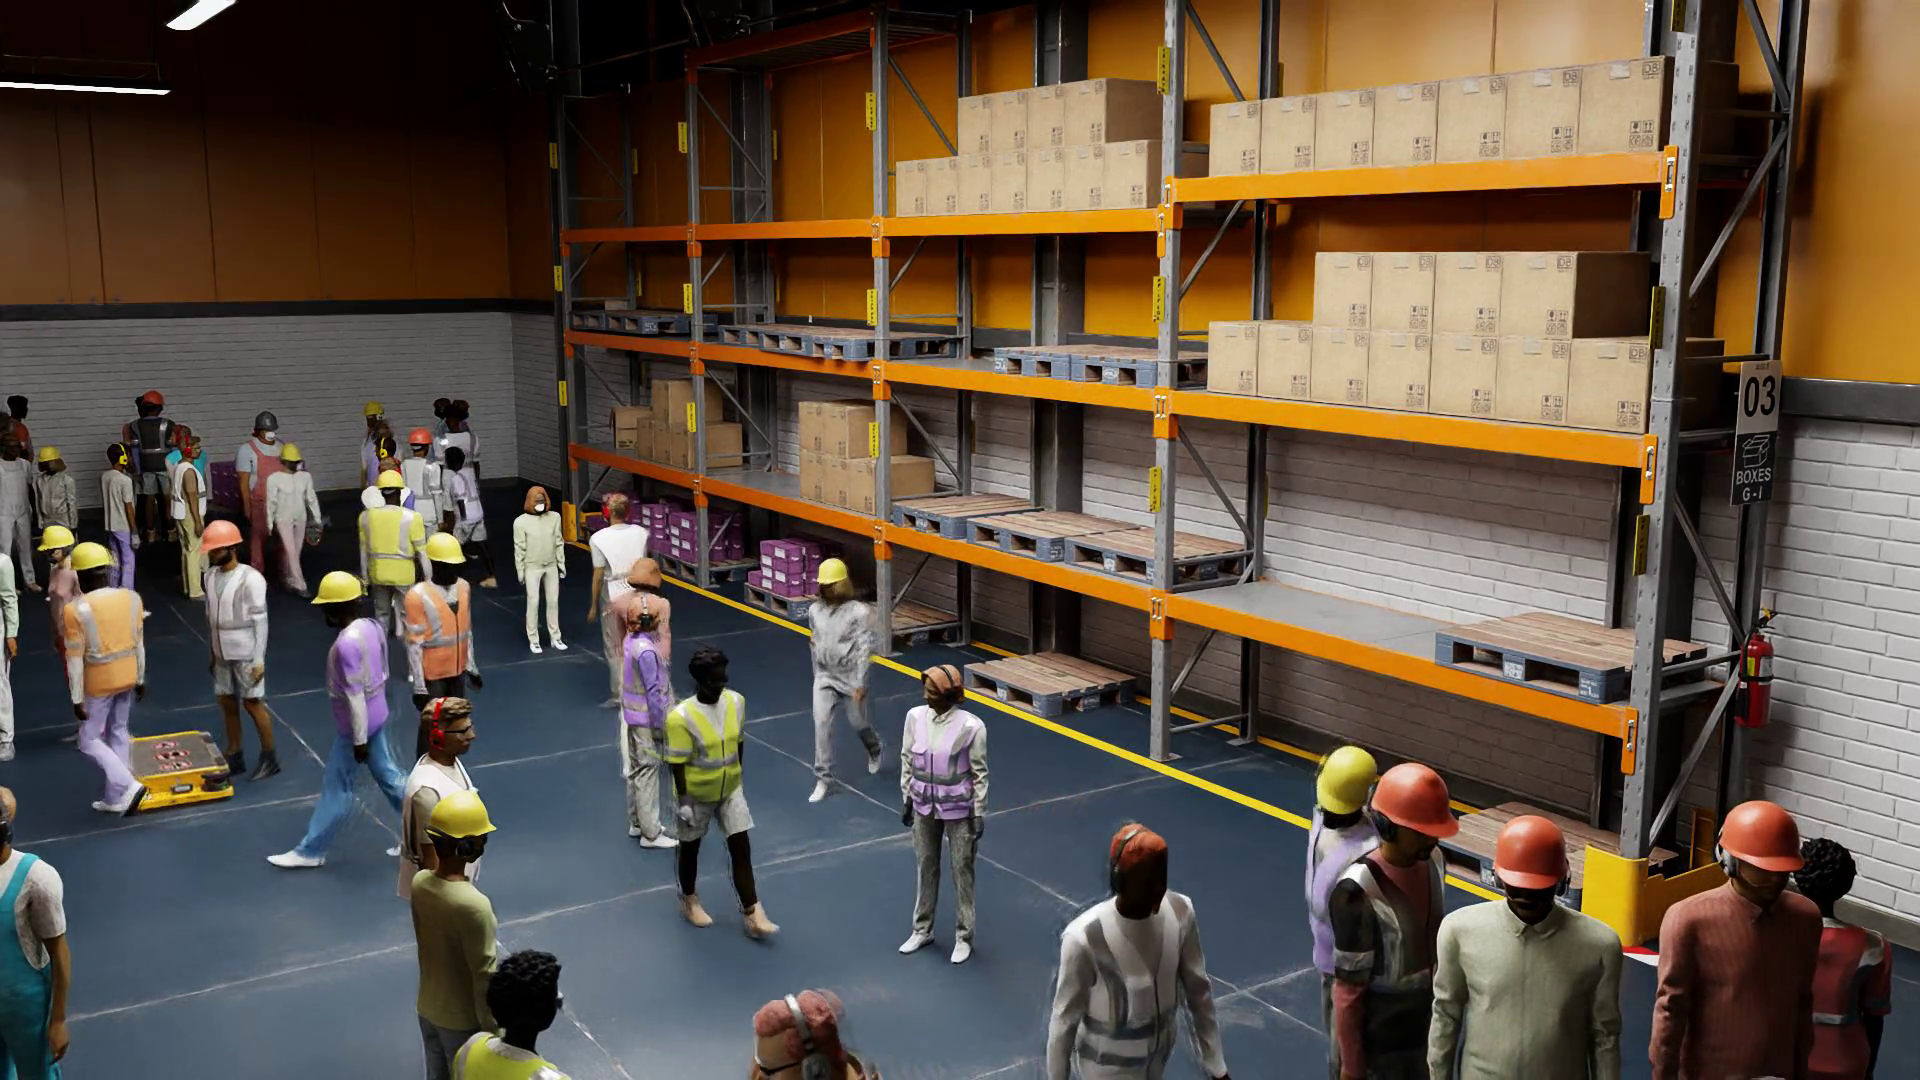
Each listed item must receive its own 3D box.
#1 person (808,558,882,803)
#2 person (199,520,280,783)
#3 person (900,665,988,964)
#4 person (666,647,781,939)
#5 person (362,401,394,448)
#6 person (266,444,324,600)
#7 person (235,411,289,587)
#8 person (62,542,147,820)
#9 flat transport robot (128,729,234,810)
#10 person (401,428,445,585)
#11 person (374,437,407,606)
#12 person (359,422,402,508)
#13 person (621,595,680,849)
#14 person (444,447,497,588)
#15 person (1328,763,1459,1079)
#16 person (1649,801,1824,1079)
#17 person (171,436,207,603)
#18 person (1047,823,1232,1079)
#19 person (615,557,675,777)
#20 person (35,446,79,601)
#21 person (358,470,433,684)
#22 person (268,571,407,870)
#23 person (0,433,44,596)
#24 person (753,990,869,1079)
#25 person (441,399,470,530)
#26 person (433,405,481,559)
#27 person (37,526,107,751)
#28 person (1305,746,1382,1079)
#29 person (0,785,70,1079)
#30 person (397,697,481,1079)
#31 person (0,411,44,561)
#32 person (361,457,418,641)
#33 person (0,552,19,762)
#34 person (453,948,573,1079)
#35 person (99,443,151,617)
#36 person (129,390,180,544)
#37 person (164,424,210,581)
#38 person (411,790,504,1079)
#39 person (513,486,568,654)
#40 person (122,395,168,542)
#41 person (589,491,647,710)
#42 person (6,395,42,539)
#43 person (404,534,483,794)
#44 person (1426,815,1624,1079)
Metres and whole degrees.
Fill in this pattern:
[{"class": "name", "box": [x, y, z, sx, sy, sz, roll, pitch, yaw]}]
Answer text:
[{"class": "person", "box": [-0.816, 0.952, 11.806, 0.491, 1.723, 0.728, 4, 10, 21]}, {"class": "person", "box": [-5.238, 0.808, 12.022, 0.550, 1.943, 0.412, 4, 11, 25]}, {"class": "person", "box": [-0.087, 1.466, 8.996, 0.514, 1.637, 0.314, 5, 11, 28]}, {"class": "person", "box": [-1.333, 1.417, 9.202, 0.547, 1.653, 0.846, -8, 13, -41]}, {"class": "person", "box": [-8.039, -1.011, 22.998, 0.403, 1.824, 0.591, -9, 13, -42]}, {"class": "person", "box": [-7.340, -0.190, 18.432, 0.820, 1.733, 0.540, 7, 12, 37]}, {"class": "person", "box": [-7.952, -0.480, 19.234, 0.536, 2.000, 0.688, 7, 12, 35]}, {"class": "person", "box": [-5.717, 0.955, 11.194, 0.607, 1.908, 0.601, 5, 11, 26]}, {"class": "flat transport robot", "box": [-5.719, 1.631, 12.034, 0.652, 0.197, 1.431, -6, 11, -31]}, {"class": "person", "box": [-5.925, -0.271, 18.347, 0.544, 1.929, 0.387, 3, 10, 16]}, {"class": "person", "box": [-6.184, -0.200, 18.136, 0.333, 1.860, 0.510, 3, 10, 15]}, {"class": "person", "box": [-7.072, -0.546, 20.375, 0.520, 1.785, 0.980, -3, 10, -15]}, {"class": "person", "box": [-2.024, 1.169, 10.735, 0.308, 1.640, 0.511, -5, 11, -25]}, {"class": "person", "box": [-5.673, -0.241, 18.985, 0.725, 1.647, 0.549, 0, 10, 3]}, {"class": "person", "box": [1.584, 1.777, 6.034, 0.613, 2.031, 0.403, -9, 13, -43]}, {"class": "person", "box": [2.668, 1.847, 5.712, 0.623, 1.992, 0.397, -2, 10, -12]}, {"class": "person", "box": [-8.486, -0.231, 18.342, 0.375, 1.843, 0.574, -7, 12, -35]}, {"class": "person", "box": [0.632, 1.893, 5.928, 0.586, 1.832, 0.976, -8, 12, -39]}, {"class": "person", "box": [-2.292, 0.911, 12.353, 0.513, 1.592, 0.816, 4, 11, 24]}, {"class": "person", "box": [-9.964, -0.175, 18.354, 0.486, 1.736, 0.341, 2, 10, 12]}, {"class": "person", "box": [-5.007, 0.331, 14.841, 0.679, 1.913, 0.418, 0, 10, 3]}, {"class": "person", "box": [-3.794, 1.115, 10.357, 0.854, 1.893, 0.609, -1, 10, -5]}, {"class": "person", "box": [-10.649, -0.289, 18.713, 0.341, 1.840, 0.504, 6, 11, 32]}, {"class": "person", "box": [-0.377, 2.105, 4.531, 0.617, 1.875, 0.704, -2, 10, -13]}, {"class": "person", "box": [-7.000, -1.050, 23.221, 0.431, 1.833, 0.638, 1, 10, 3]}, {"class": "person", "box": [-6.299, -0.717, 20.845, 0.602, 1.967, 0.368, -8, 13, -40]}, {"class": "person", "box": [-6.865, 0.752, 12.840, 0.523, 1.756, 0.353, 7, 12, 36]}, {"class": "person", "box": [1.557, 1.707, 6.897, 0.391, 1.883, 0.753, -1, 10, -7]}, {"class": "person", "box": [-3.644, 1.812, 6.351, 0.505, 1.847, 0.347, 2, 10, 10]}, {"class": "person", "box": [-2.350, 1.608, 7.550, 0.372, 1.843, 0.570, -2, 10, -10]}, {"class": "person", "box": [-11.886, -0.641, 20.561, 0.634, 1.917, 0.819, 6, 11, 32]}, {"class": "person", "box": [-5.654, 0.093, 16.513, 0.561, 1.828, 0.418, 2, 10, 14]}, {"class": "person", "box": [-7.397, 0.715, 12.490, 0.603, 1.949, 0.389, -2, 10, -11]}, {"class": "person", "box": [-1.362, 2.096, 5.162, 0.536, 1.689, 0.325, 7, 12, 37]}, {"class": "person", "box": [-8.808, -0.091, 17.489, 0.509, 1.862, 0.327, 6, 11, 31]}, {"class": "person", "box": [-10.623, -0.958, 22.033, 0.614, 2.043, 0.373, 0, 10, -2]}, {"class": "person", "box": [-9.054, -0.434, 19.524, 0.376, 1.844, 0.575, 3, 10, 19]}, {"class": "person", "box": [-1.928, 1.837, 6.470, 0.339, 1.761, 0.524, -9, 14, -44]}, {"class": "person", "box": [-4.032, 0.281, 15.993, 0.503, 1.622, 0.299, -8, 13, -41]}, {"class": "person", "box": [-10.828, -0.948, 22.200, 0.607, 1.966, 0.367, -3, 10, -19]}, {"class": "person", "box": [-2.858, 0.512, 14.003, 0.387, 1.846, 0.572, 7, 12, 37]}, {"class": "person", "box": [-12.661, -0.979, 22.408, 0.606, 1.957, 0.370, 8, 13, 39]}, {"class": "person", "box": [-3.563, 0.900, 11.560, 0.452, 1.911, 0.619, 4, 11, 23]}, {"class": "person", "box": [1.884, 1.873, 5.595, 0.617, 1.986, 0.408, 3, 10, 17]}]
